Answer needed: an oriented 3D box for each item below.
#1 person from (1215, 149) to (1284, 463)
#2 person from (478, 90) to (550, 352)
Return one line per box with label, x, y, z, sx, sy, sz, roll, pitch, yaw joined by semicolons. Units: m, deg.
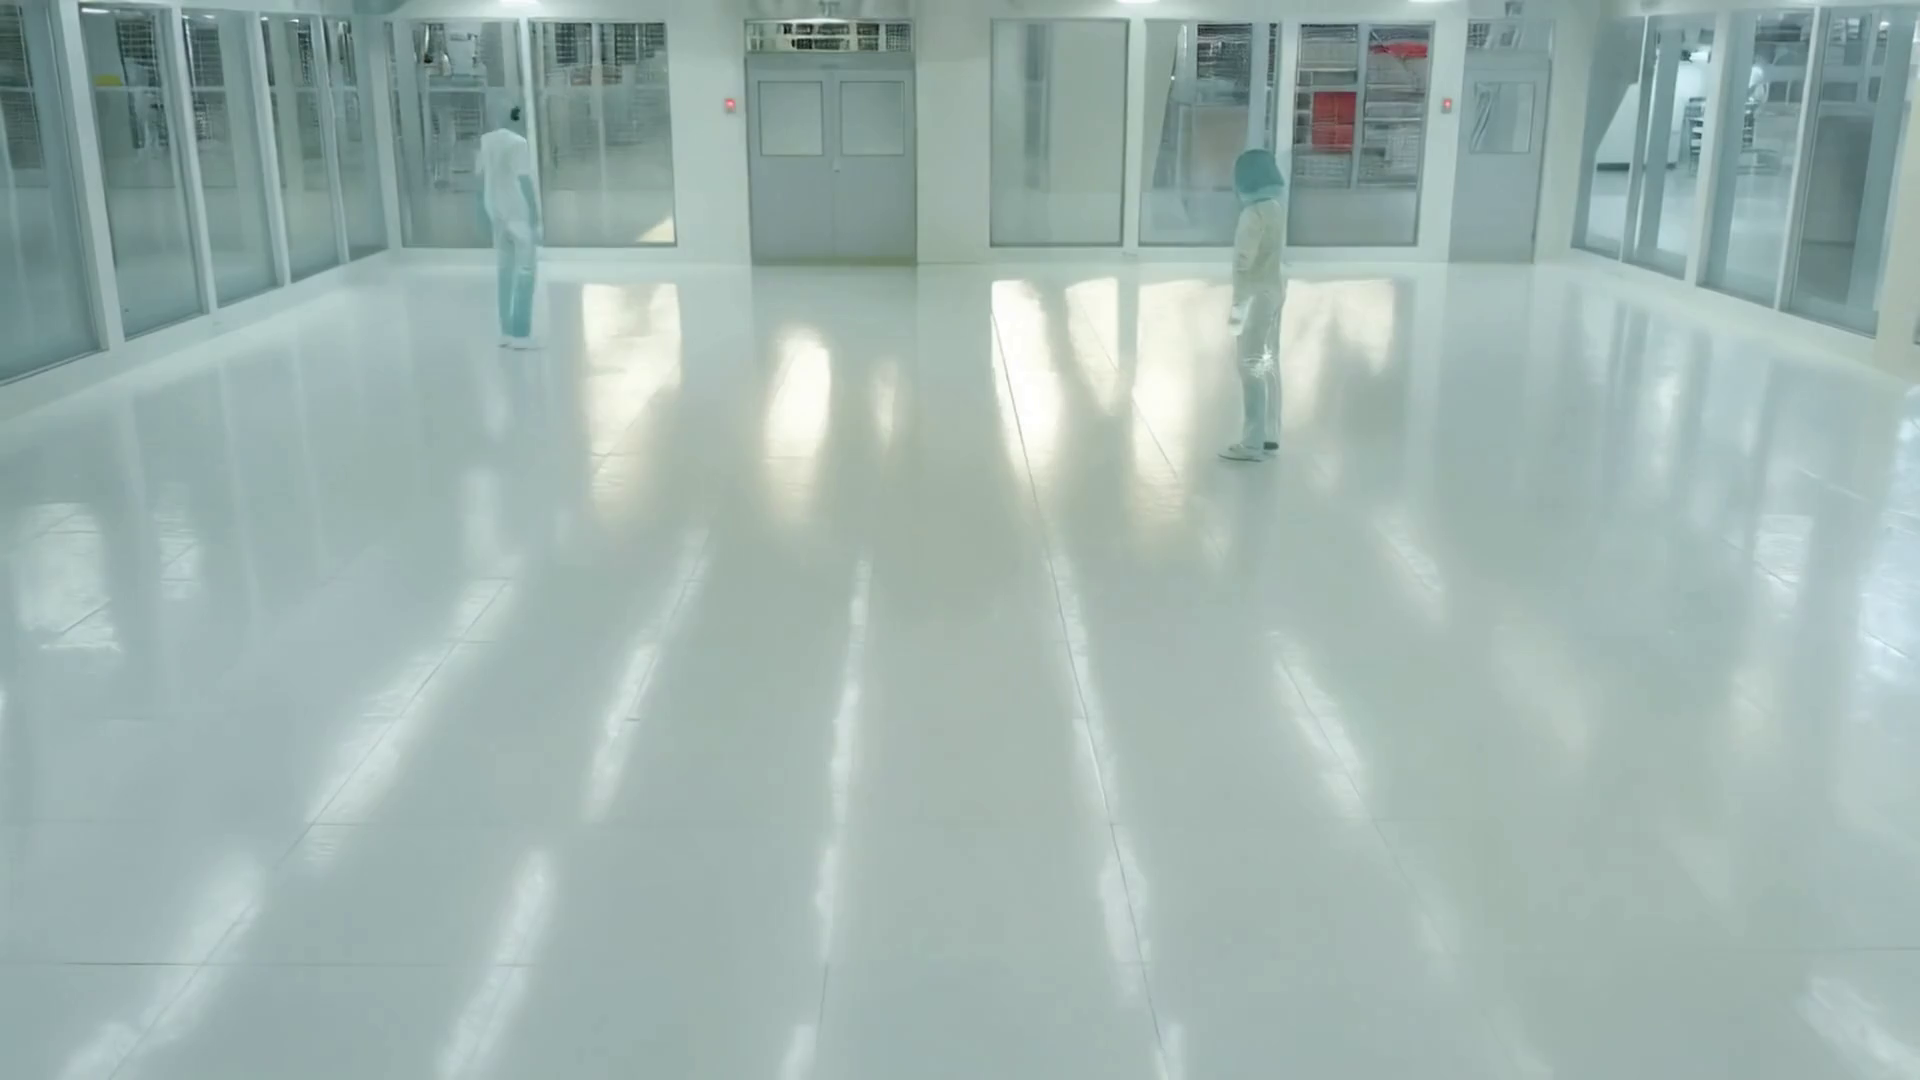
person;1.550;-1.223;8.762;0.279;1.624;0.494;8;18;24
person;-3.252;-2.293;12.066;0.725;1.866;0.396;12;20;36
